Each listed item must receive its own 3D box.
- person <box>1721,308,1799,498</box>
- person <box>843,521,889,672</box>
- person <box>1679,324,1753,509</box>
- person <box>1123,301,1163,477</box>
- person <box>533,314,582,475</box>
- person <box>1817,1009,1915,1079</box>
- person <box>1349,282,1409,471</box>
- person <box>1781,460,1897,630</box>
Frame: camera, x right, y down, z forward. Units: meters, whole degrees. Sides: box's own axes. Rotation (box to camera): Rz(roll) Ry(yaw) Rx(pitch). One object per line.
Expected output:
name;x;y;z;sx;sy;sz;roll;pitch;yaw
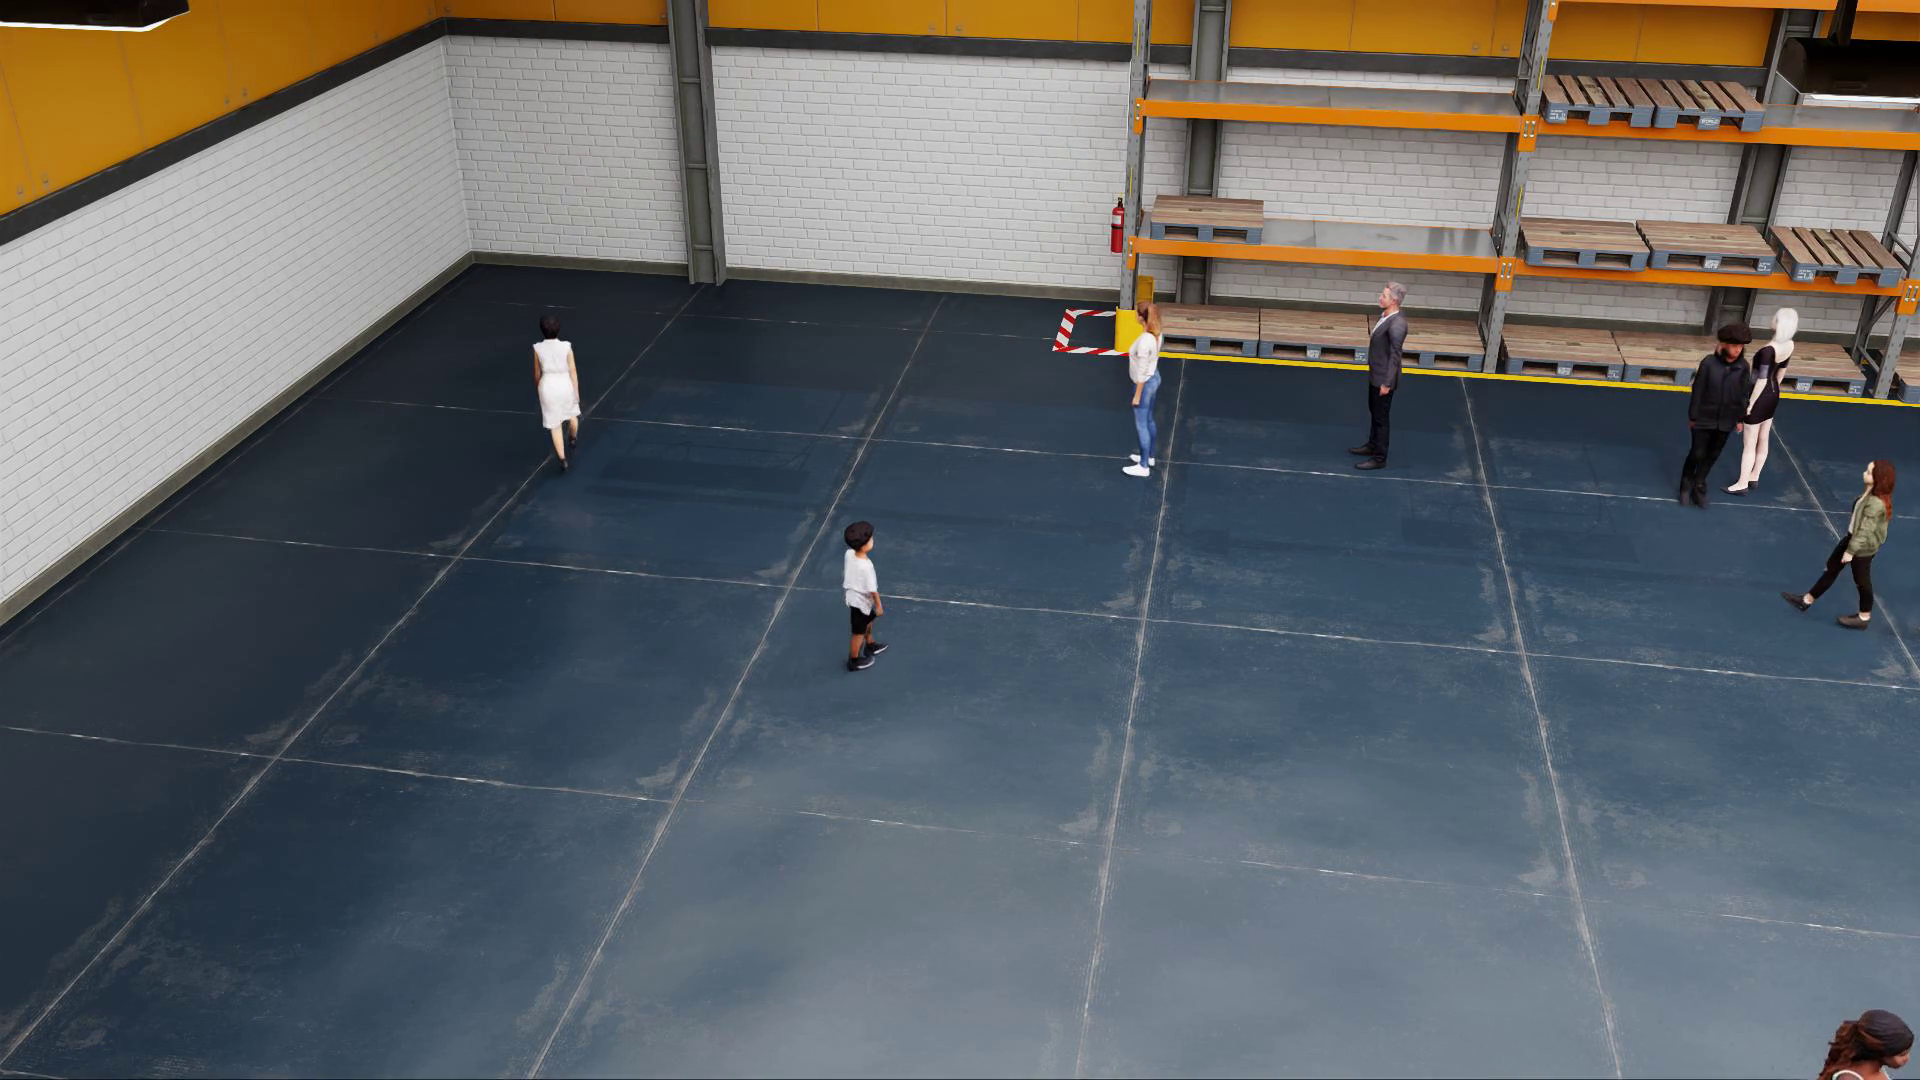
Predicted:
person;7.356;-1.268;15.230;0.646;1.830;0.703;-19;34;-31
person;-0.815;0.447;12.694;0.735;1.247;0.672;-17;33;-28
person;6.829;-1.160;15.106;0.543;1.759;0.709;2;29;3
person;1.754;-1.437;15.652;0.596;1.723;0.653;12;31;20
person;-3.794;-1.346;15.697;0.970;1.519;0.845;-6;29;-11
person;4.011;2.831;7.844;0.815;1.707;0.745;22;35;34
person;4.014;-1.581;15.791;0.631;1.841;0.747;1;29;3
person;7.219;0.059;13.193;0.926;1.452;0.684;9;30;16
